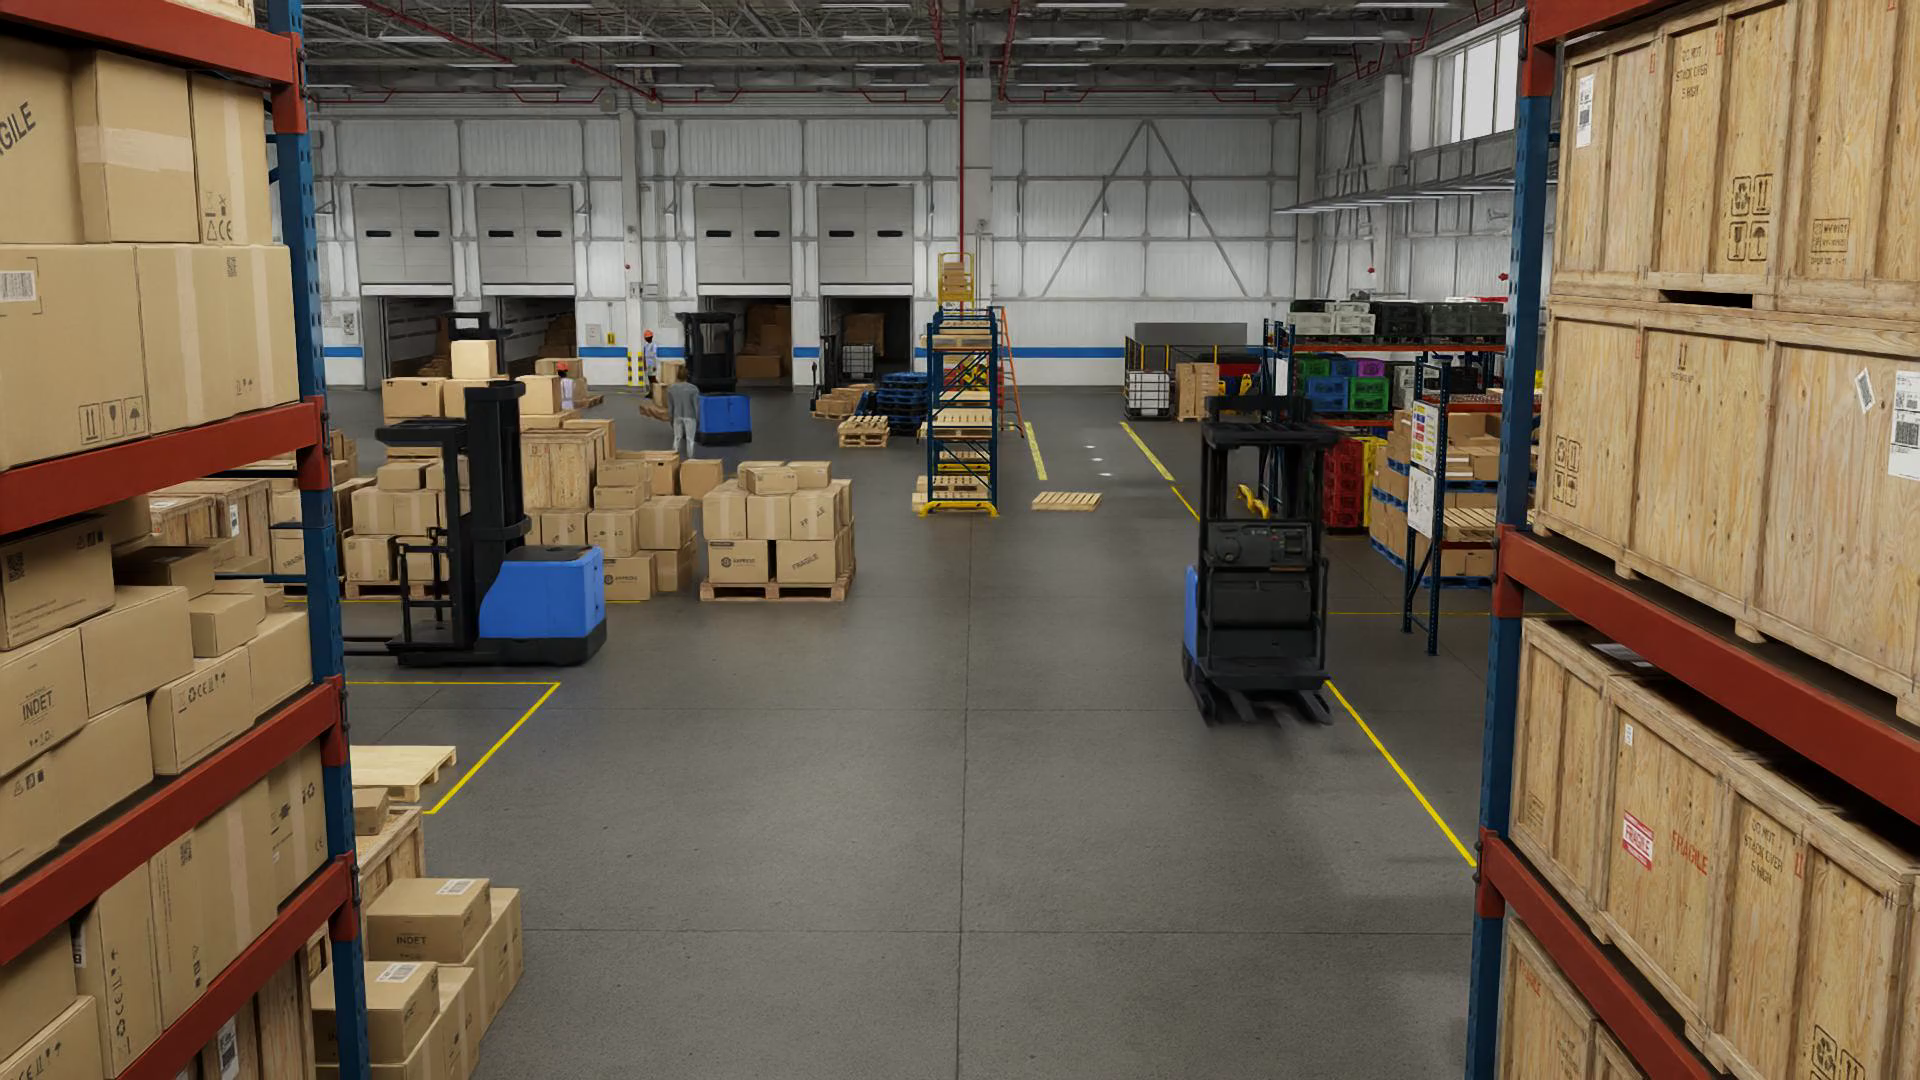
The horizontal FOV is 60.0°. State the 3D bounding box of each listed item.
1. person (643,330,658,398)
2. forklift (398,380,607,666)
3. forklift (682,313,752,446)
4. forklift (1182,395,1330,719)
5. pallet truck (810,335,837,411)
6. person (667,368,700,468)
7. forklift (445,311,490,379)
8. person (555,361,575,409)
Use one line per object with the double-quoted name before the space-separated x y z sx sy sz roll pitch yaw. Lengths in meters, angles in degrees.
"person" -8.792 -4.981 47.189 0.389 1.930 0.544 -8 12 -37
"forklift" -4.653 -0.202 16.866 1.873 2.768 1.129 0 10 1
"forklift" -5.311 -3.521 36.017 1.129 2.768 1.873 -5 11 -25
"forklift" 2.705 0.061 15.351 1.129 2.768 1.873 0 10 1
"pallet truck" -3.021 -4.312 43.126 1.885 1.965 0.823 3 10 17
"person" -5.273 -2.320 31.825 0.629 1.931 0.356 2 10 9
"forklift" -10.825 -3.651 36.765 1.129 2.768 1.873 2 10 13
"person" -8.077 -2.675 33.899 0.427 1.918 0.562 5 11 27
